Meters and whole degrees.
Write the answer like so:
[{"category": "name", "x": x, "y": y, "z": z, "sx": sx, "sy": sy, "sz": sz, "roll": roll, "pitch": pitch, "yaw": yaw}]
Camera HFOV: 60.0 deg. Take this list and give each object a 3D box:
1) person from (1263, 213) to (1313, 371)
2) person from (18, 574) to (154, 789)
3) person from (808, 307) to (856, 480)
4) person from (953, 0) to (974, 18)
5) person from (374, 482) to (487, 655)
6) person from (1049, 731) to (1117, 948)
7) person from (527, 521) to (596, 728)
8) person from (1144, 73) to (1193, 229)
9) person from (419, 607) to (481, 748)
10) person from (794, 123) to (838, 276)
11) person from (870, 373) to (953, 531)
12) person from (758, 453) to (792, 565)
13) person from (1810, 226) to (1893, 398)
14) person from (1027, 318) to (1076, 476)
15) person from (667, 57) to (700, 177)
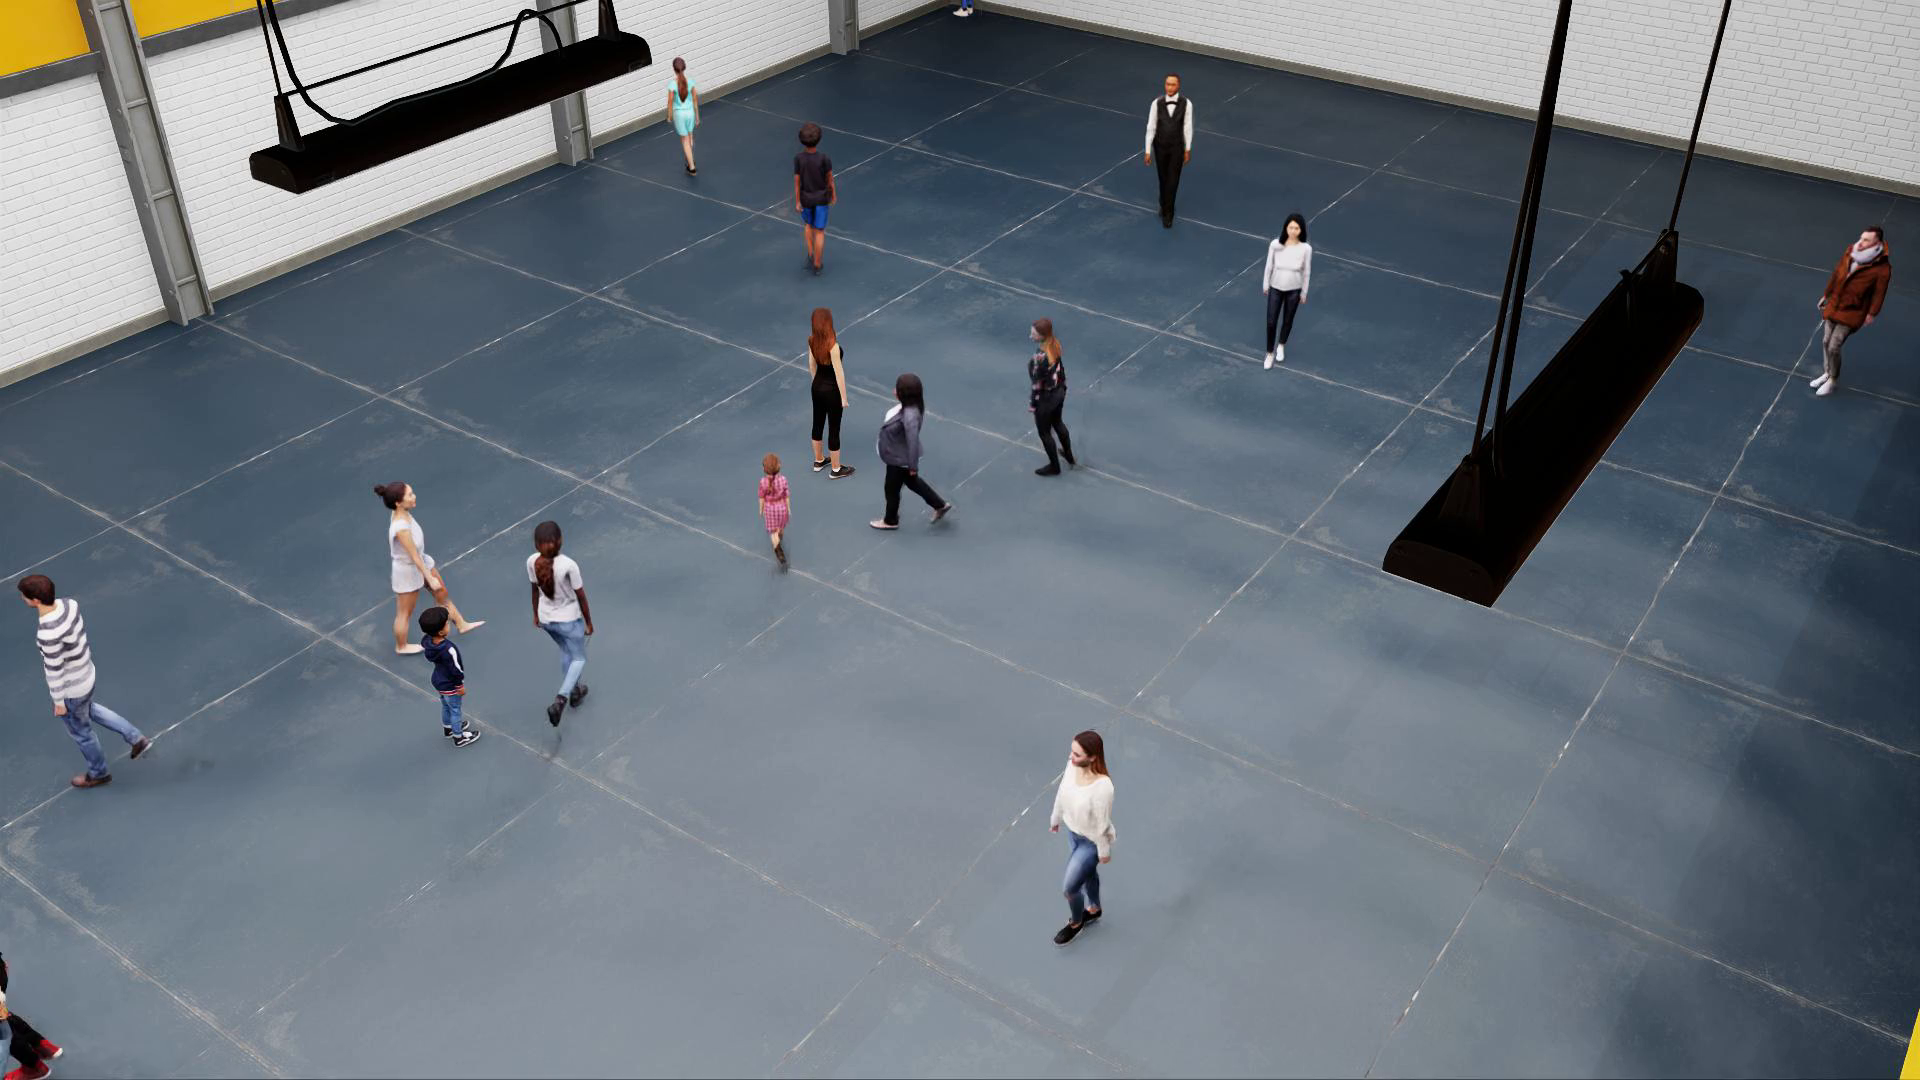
[{"category": "person", "x": 3.464, "y": -2.691, "z": 17.639, "sx": 0.785, "sy": 1.685, "sz": 0.885, "roll": 6, "pitch": 34, "yaw": 9}, {"category": "person", "x": -6.280, "y": 1.008, "z": 11.935, "sx": 0.971, "sy": 1.839, "sz": 0.920, "roll": -3, "pitch": 34, "yaw": -5}, {"category": "person", "x": -1.259, "y": -1.398, "z": 15.657, "sx": 0.599, "sy": 1.726, "sz": 0.554, "roll": 28, "pitch": 43, "yaw": 35}, {"category": "person", "x": 0.070, "y": -9.850, "z": 28.335, "sx": 0.728, "sy": 1.767, "sz": 0.507, "roll": 17, "pitch": 37, "yaw": 24}, {"category": "person", "x": -4.466, "y": 0.264, "z": 13.289, "sx": 1.019, "sy": 1.579, "sz": 0.935, "roll": -7, "pitch": 34, "yaw": -10}, {"category": "person", "x": 0.883, "y": 1.891, "z": 10.751, "sx": 0.816, "sy": 1.679, "sz": 0.780, "roll": -15, "pitch": 37, "yaw": -22}, {"category": "person", "x": -3.039, "y": 0.662, "z": 12.581, "sx": 0.816, "sy": 1.701, "sz": 0.996, "roll": 8, "pitch": 34, "yaw": 11}, {"category": "person", "x": 2.639, "y": -4.934, "z": 20.835, "sx": 0.947, "sy": 1.883, "sz": 1.175, "roll": 9, "pitch": 35, "yaw": 13}, {"category": "person", "x": -3.852, "y": 1.021, "z": 12.472, "sx": 0.553, "sy": 1.222, "sz": 0.557, "roll": -24, "pitch": 41, "yaw": -32}, {"category": "person", "x": -1.709, "y": -3.957, "z": 19.458, "sx": 0.801, "sy": 1.780, "sz": 0.906, "roll": 4, "pitch": 34, "yaw": 6}, {"category": "person", "x": -0.420, "y": -0.765, "z": 14.838, "sx": 1.021, "sy": 1.578, "sz": 1.044, "roll": 3, "pitch": 34, "yaw": 4}, {"category": "person", "x": -1.622, "y": -0.263, "z": 14.602, "sx": 0.727, "sy": 1.004, "sz": 0.751, "roll": -8, "pitch": 35, "yaw": -12}, {"category": "person", "x": 9.132, "y": -2.367, "z": 17.028, "sx": 0.900, "sy": 1.823, "sz": 0.857, "roll": -12, "pitch": 35, "yaw": -17}, {"category": "person", "x": 0.892, "y": -1.346, "z": 15.648, "sx": 0.827, "sy": 1.649, "sz": 0.601, "roll": 25, "pitch": 41, "yaw": 33}, {"category": "person", "x": -3.659, "y": -5.631, "z": 22.197, "sx": 0.913, "sy": 1.535, "sz": 0.862, "roll": -17, "pitch": 37, "yaw": -24}]
